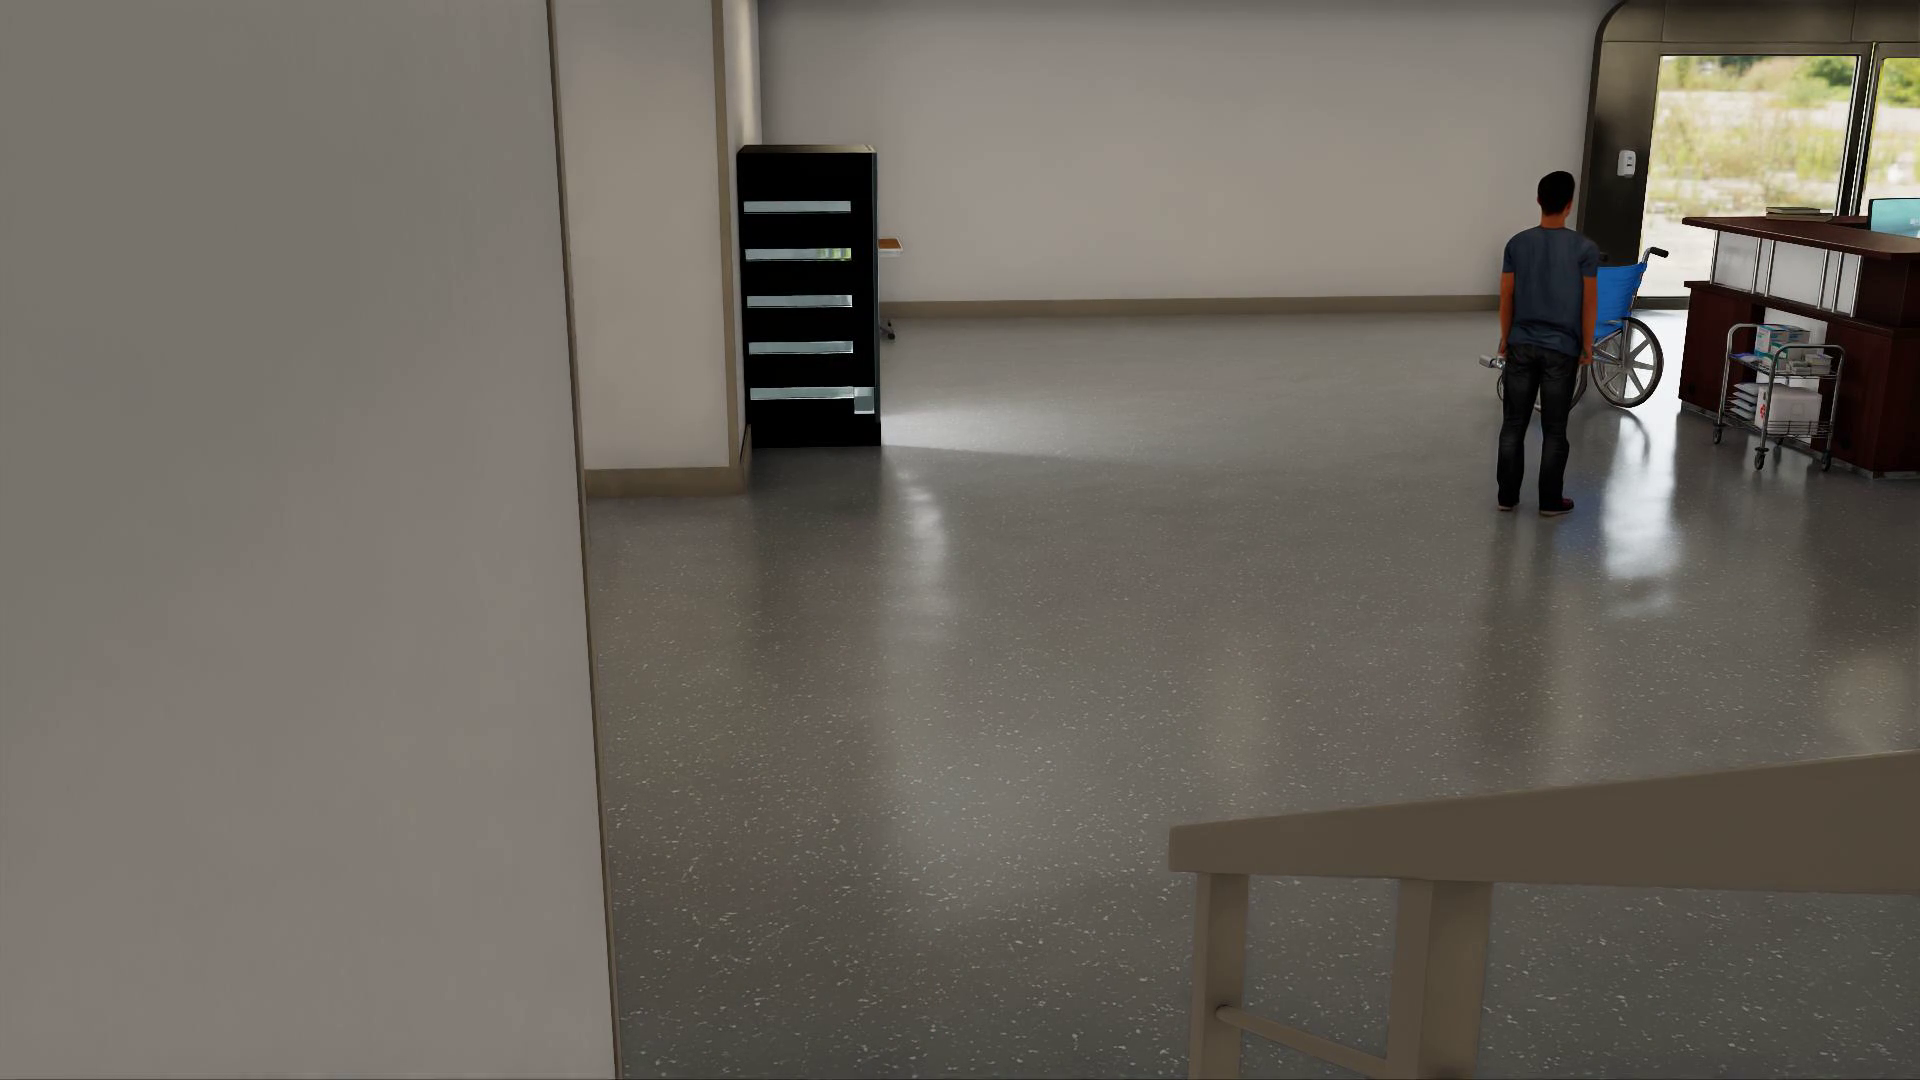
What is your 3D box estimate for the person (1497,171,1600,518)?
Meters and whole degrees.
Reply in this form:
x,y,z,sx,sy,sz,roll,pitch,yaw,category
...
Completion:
x,y,z,sx,sy,sz,roll,pitch,yaw,category
3.095,-1.033,8.821,0.727,1.810,0.753,10,19,31,person
